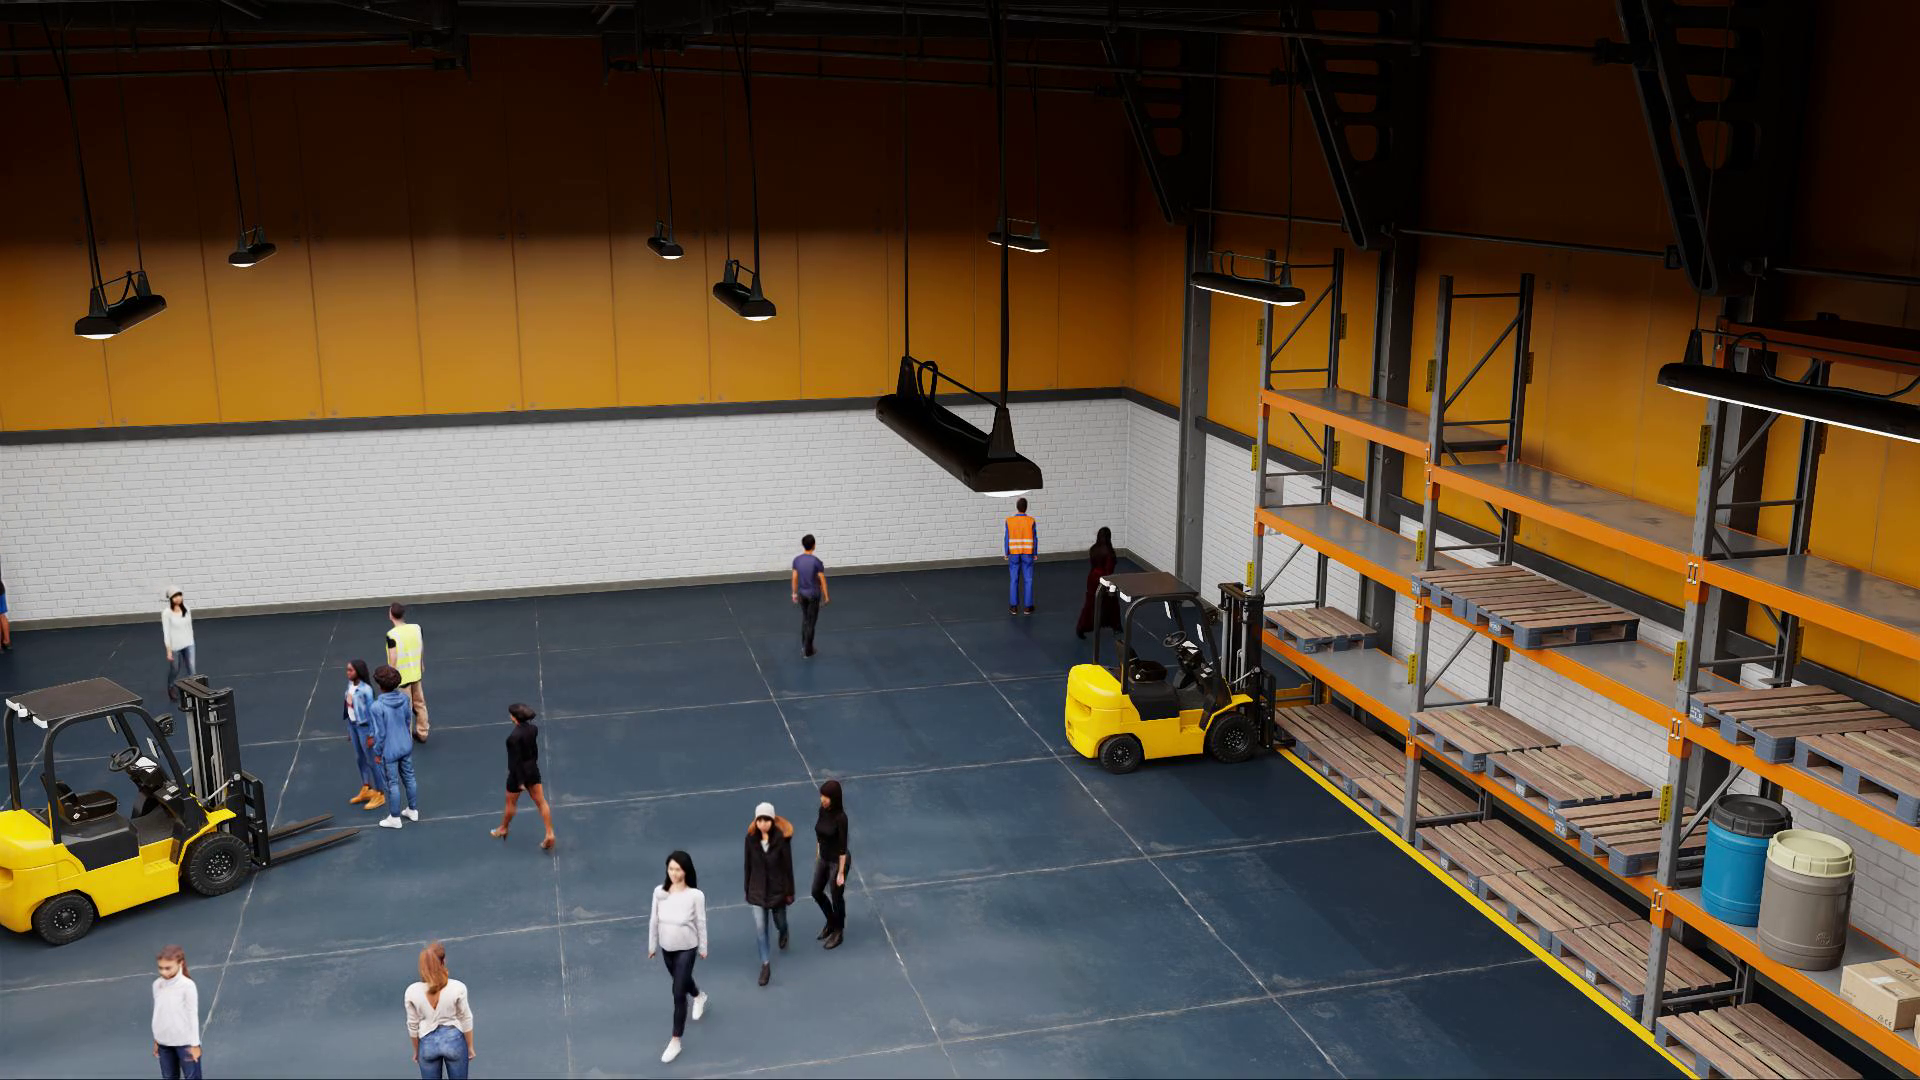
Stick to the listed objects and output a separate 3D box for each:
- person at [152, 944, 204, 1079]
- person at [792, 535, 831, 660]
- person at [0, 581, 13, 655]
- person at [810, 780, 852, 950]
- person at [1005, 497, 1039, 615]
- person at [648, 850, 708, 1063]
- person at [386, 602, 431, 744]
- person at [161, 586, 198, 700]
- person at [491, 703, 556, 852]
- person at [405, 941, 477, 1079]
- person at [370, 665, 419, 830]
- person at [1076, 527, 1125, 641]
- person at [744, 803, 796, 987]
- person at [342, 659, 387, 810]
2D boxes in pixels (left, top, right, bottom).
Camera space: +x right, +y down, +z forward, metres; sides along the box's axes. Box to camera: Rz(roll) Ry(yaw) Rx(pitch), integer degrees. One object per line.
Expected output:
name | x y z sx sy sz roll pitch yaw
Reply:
person | -5.828 3.723 12.424 0.610 1.557 0.654 3 14 11
person | -2.210 0.831 23.903 0.802 1.775 0.851 6 15 25
person | -14.066 0.756 24.177 0.721 1.793 0.597 1 14 4
person | -1.120 2.963 15.398 0.751 1.636 0.631 -13 19 -43
person | 0.965 0.234 26.179 0.765 1.864 0.737 1 14 6
person | -2.286 3.347 13.754 1.018 1.663 1.209 4 14 17
person | -6.795 1.650 20.375 0.913 1.845 0.853 8 16 29
person | -10.318 1.405 21.892 1.175 1.608 1.013 11 17 37
person | -4.469 2.512 17.359 1.064 1.589 1.034 7 15 26
person | -3.768 3.715 12.108 0.634 1.721 0.572 -2 14 -7
person | -6.142 2.229 18.054 0.796 1.811 0.752 9 16 32
person | 2.023 0.695 24.599 1.069 1.712 1.159 -12 18 -41
person | -1.694 3.100 14.877 0.799 1.613 1.064 1 14 2
person | -6.666 2.149 18.597 0.653 1.712 0.752 11 18 39
